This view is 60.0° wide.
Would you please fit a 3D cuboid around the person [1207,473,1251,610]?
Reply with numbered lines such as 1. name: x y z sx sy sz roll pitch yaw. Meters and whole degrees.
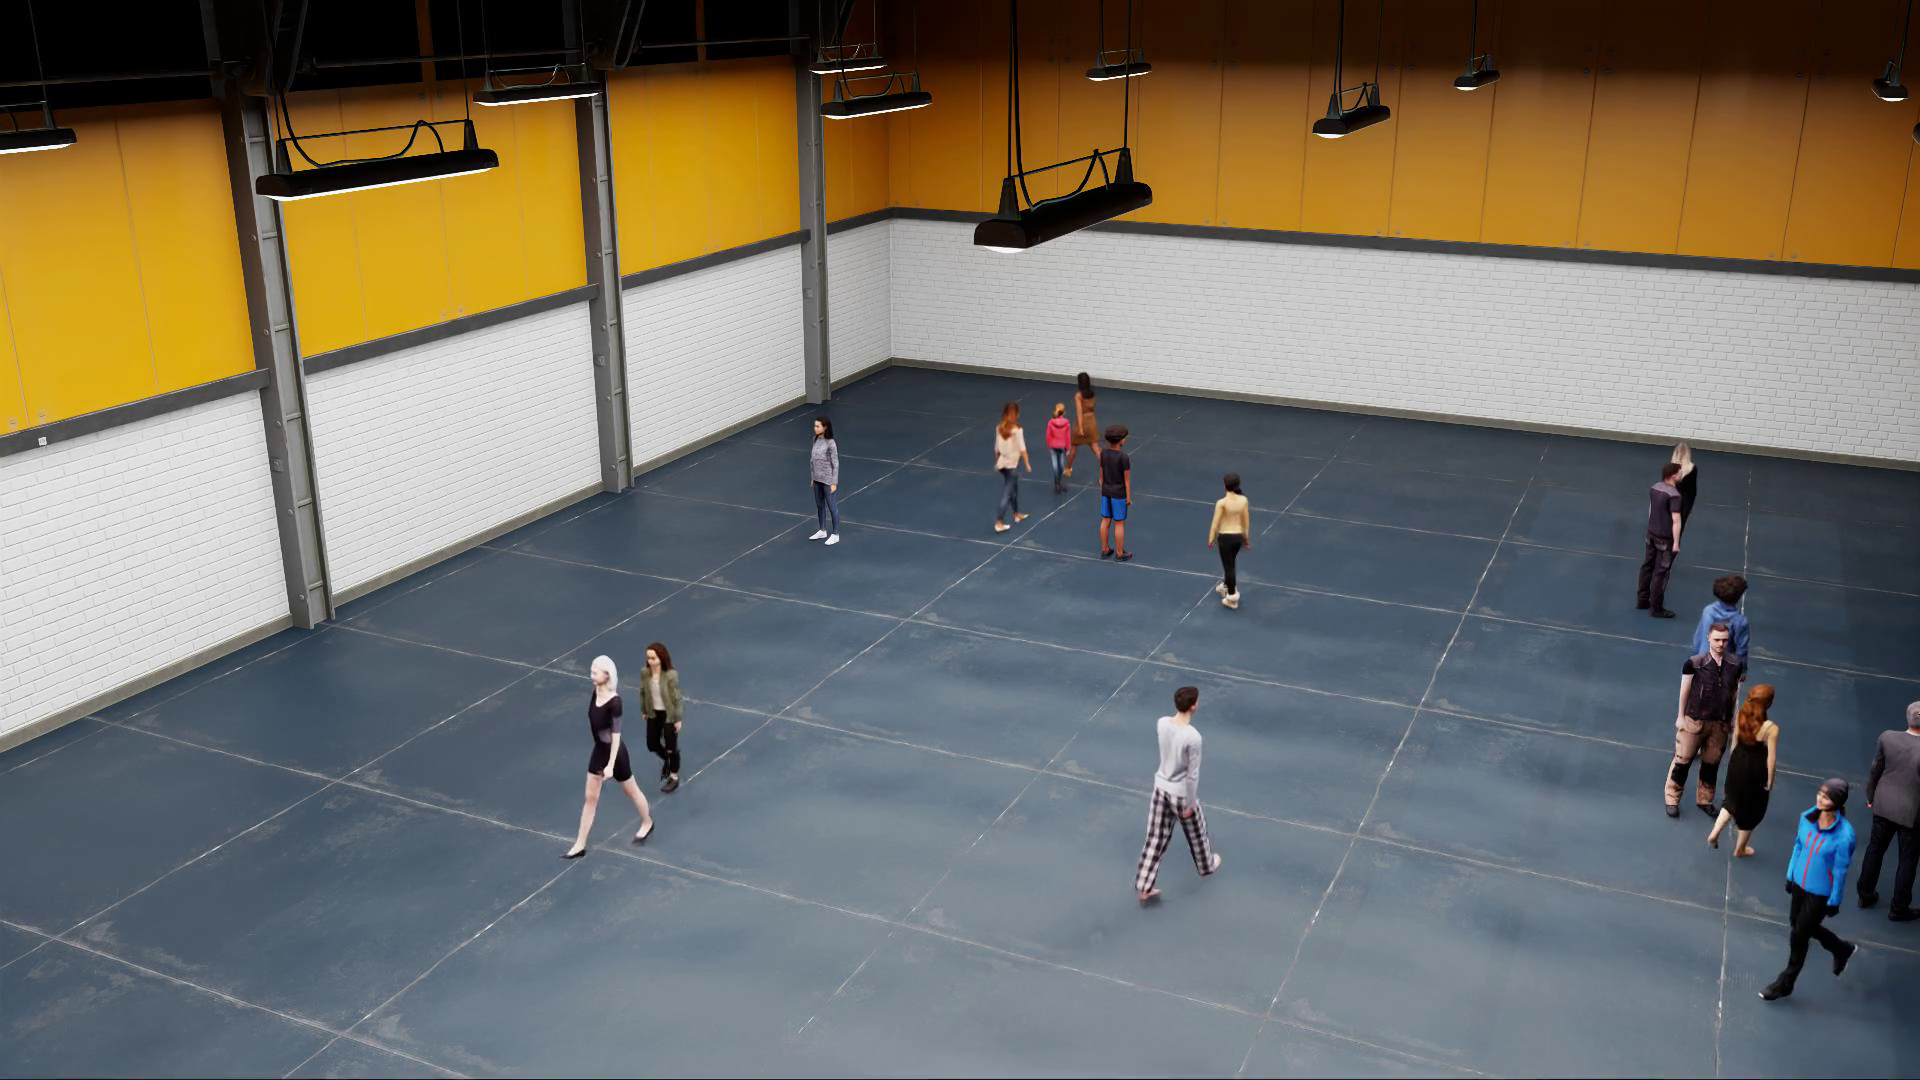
1. person: 3.265 0.026 19.798 0.919 1.645 0.970 -7 20 -21

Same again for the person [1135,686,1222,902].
1. person: 1.680 2.086 13.450 1.251 1.794 0.921 -17 25 -42

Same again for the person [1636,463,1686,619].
1. person: 8.289 -0.024 19.635 0.873 1.845 0.750 -3 19 -8

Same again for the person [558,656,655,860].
1. person: -2.894 1.845 14.182 0.853 1.783 1.222 17 25 40

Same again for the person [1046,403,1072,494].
1. person: 1.439 -1.329 24.386 0.759 1.286 0.923 -1 19 -4

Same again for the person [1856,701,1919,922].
1. person: 7.511 2.130 13.253 0.797 1.836 0.810 -12 22 -31

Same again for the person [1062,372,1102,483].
1. person: 1.928 -1.627 24.710 1.100 1.643 0.934 -16 24 -39

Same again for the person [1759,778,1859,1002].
1. person: 6.296 2.545 12.110 1.065 1.779 1.060 -5 19 -14

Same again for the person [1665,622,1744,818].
1. person: 6.662 1.586 14.859 0.768 1.842 0.743 0 19 1

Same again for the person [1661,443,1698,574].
1. person: 9.022 -0.372 20.953 0.669 1.664 0.860 6 20 18

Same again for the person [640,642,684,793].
1. person: -2.702 1.603 15.398 0.644 1.466 0.626 6 19 17

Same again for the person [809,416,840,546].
1. person: -1.797 -0.812 22.152 0.676 1.731 0.639 17 25 41

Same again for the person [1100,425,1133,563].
1. person: 1.993 -0.612 21.464 0.658 1.792 0.634 14 23 36

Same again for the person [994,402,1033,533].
1. person: 0.602 -0.962 22.551 1.027 1.761 0.835 -15 24 -37

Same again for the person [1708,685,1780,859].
1. person: 6.609 1.979 14.058 0.884 1.608 0.795 -10 21 -28

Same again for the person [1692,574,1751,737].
1. person: 7.248 1.230 16.034 1.256 1.768 1.146 -8 20 -23
